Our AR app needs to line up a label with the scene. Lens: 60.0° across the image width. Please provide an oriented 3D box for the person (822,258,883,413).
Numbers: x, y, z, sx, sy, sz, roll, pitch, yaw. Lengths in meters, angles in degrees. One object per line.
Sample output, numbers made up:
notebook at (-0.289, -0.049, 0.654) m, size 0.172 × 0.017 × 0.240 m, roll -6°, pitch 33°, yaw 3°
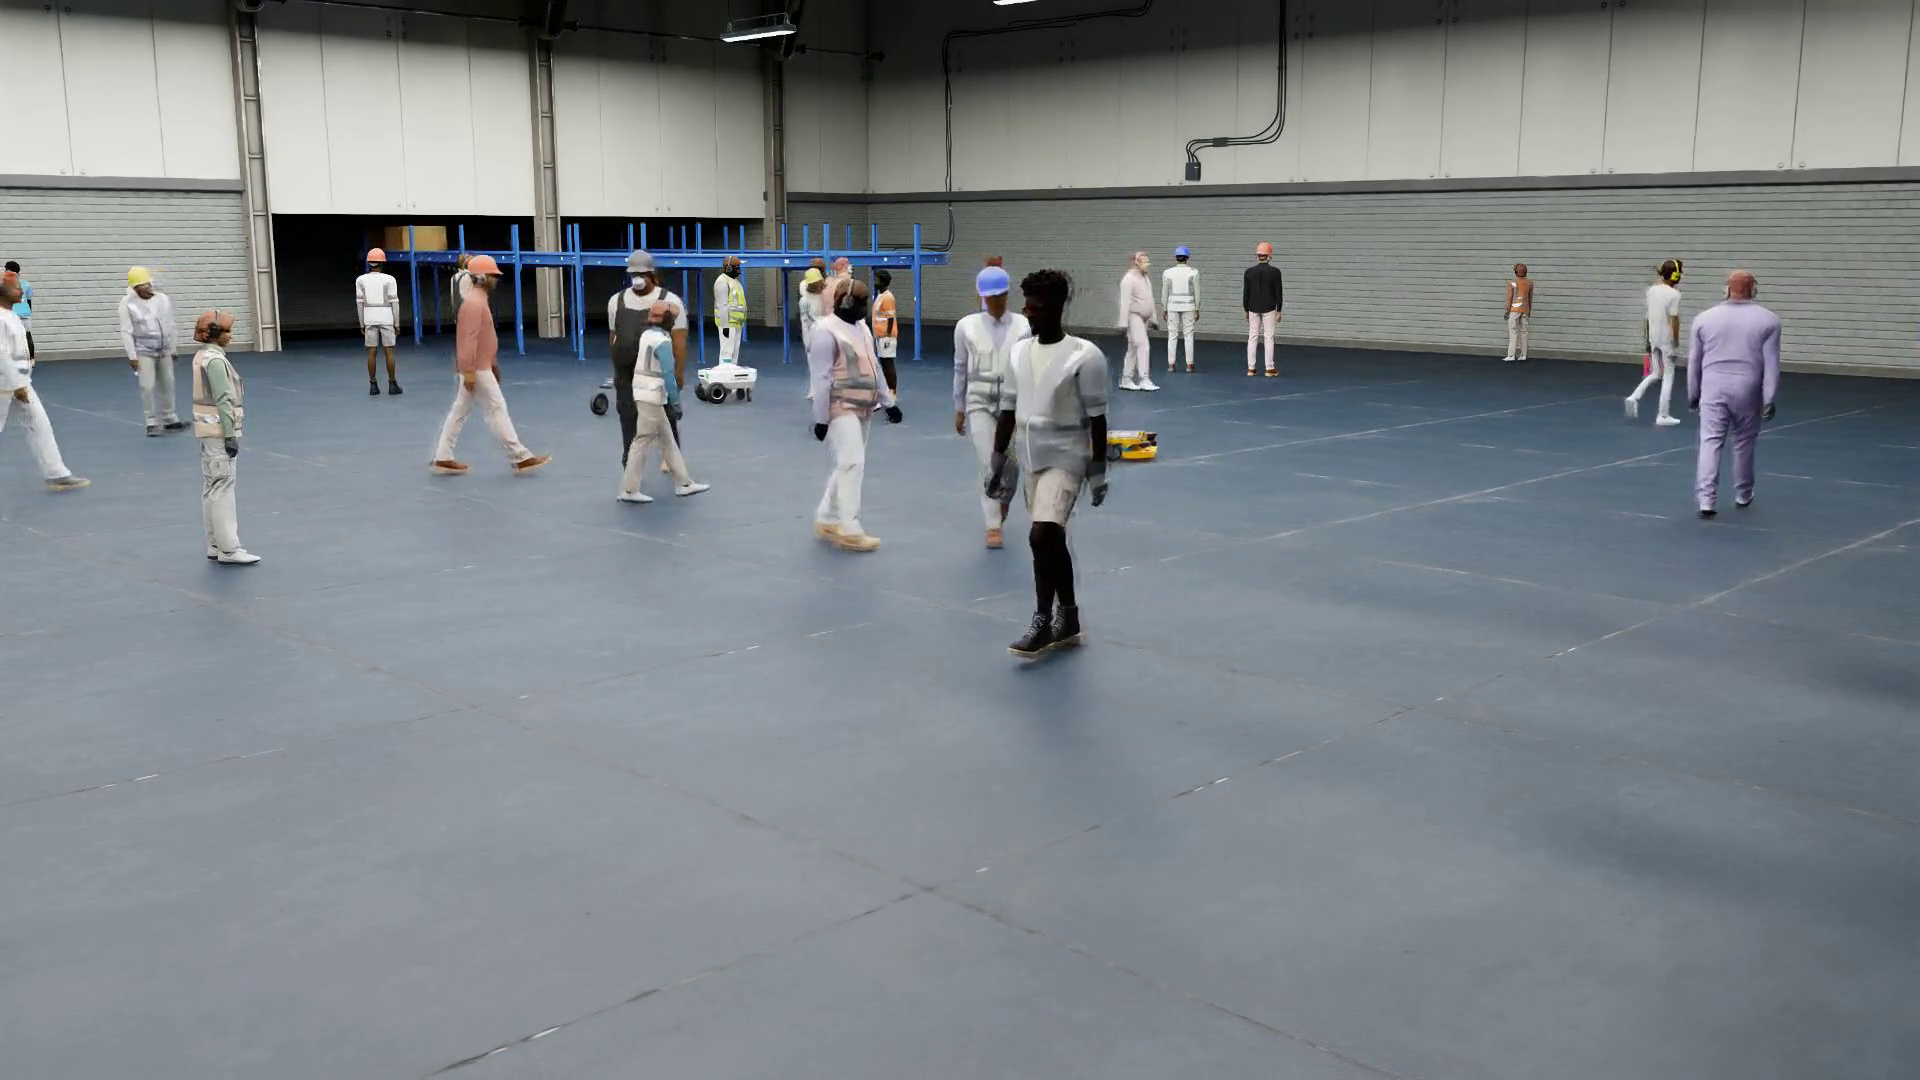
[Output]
person at (-1.282, -2.354, 19.400) m, size 0.983 × 1.840 × 0.681 m, roll -4°, pitch 11°, yaw -19°

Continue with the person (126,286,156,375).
person at (-12.391, -3.316, 25.225) m, size 0.268 × 1.631 × 0.507 m, roll 5°, pitch 11°, yaw 23°

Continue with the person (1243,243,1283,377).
person at (4.573, -3.476, 25.102) m, size 0.611 × 1.997 × 0.375 m, roll 6°, pitch 12°, yaw 29°

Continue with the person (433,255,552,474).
person at (-4.236, -1.552, 14.785) m, size 1.040 × 1.933 × 0.639 m, roll -3°, pitch 11°, yaw -17°

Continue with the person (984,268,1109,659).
person at (0.374, -0.379, 8.348) m, size 0.762 × 1.935 × 0.617 m, roll -9°, pitch 14°, yaw -42°

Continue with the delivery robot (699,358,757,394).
delivery robot at (-2.975, -2.089, 21.337) m, size 0.707 × 0.478 × 0.477 m, roll -5°, pitch 12°, yaw -26°

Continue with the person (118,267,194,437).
person at (-8.544, -2.007, 17.683) m, size 0.442 × 1.787 × 0.727 m, roll 6°, pitch 12°, yaw 30°

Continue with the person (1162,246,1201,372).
person at (3.449, -3.594, 25.905) m, size 0.602 × 1.939 × 0.397 m, roll 3°, pitch 11°, yaw 14°

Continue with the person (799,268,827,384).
person at (-1.699, -2.430, 20.169) m, size 0.511 × 1.740 × 0.428 m, roll -7°, pitch 13°, yaw -35°

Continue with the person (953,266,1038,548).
person at (0.255, -0.948, 11.579) m, size 0.616 × 1.913 × 0.838 m, roll -1°, pitch 10°, yaw -5°

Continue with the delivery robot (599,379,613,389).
delivery robot at (-3.997, -1.942, 19.825) m, size 0.335 × 0.223 × 0.698 m, roll 6°, pitch 12°, yaw 31°

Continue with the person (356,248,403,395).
person at (-7.757, -2.921, 22.237) m, size 0.550 × 1.937 × 0.357 m, roll -1°, pitch 10°, yaw -3°

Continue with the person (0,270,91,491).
person at (-7.830, -1.291, 13.662) m, size 0.998 × 1.838 × 0.579 m, roll -2°, pitch 11°, yaw -8°

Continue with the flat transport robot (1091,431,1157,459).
flat transport robot at (1.180, -0.936, 16.079) m, size 1.431 × 0.197 × 0.652 m, roll 2°, pitch 10°, yaw 8°

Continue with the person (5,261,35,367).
person at (-15.096, -3.604, 26.618) m, size 0.318 × 1.696 × 0.536 m, roll 5°, pitch 12°, yaw 27°

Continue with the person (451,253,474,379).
person at (-7.298, -3.302, 24.571) m, size 0.511 × 1.842 × 0.327 m, roll 8°, pitch 13°, yaw 36°

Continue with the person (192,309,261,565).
person at (-4.785, -0.666, 10.756) m, size 0.309 × 1.640 × 0.513 m, roll -8°, pitch 13°, yaw -35°

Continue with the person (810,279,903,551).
person at (-0.774, -0.871, 11.399) m, size 0.624 × 1.813 × 0.640 m, roll 4°, pitch 11°, yaw 21°

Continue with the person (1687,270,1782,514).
person at (5.915, -1.133, 12.748) m, size 0.658 × 1.843 × 1.016 m, roll 6°, pitch 12°, yaw 31°

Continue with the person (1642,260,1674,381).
person at (10.188, -3.180, 24.148) m, size 0.518 × 1.757 × 0.338 m, roll -8°, pitch 13°, yaw -37°

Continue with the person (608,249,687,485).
person at (-2.713, -1.531, 14.490) m, size 0.687 × 2.000 × 0.987 m, roll 1°, pitch 10°, yaw 4°

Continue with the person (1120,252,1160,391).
person at (2.527, -2.962, 22.636) m, size 0.791 × 1.881 × 0.649 m, roll 6°, pitch 12°, yaw 28°

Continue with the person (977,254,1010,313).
person at (0.531, -3.783, 27.279) m, size 0.574 × 1.819 × 0.869 m, roll 4°, pitch 11°, yaw 23°

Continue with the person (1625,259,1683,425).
person at (7.818, -2.210, 18.606) m, size 0.584 × 1.851 × 0.535 m, roll -4°, pitch 11°, yaw -19°

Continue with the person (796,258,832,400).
person at (-1.828, -2.694, 21.316) m, size 0.647 × 1.821 × 0.545 m, roll 4°, pitch 11°, yaw 21°

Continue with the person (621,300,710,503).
person at (-2.349, -1.095, 13.170) m, size 0.801 × 1.592 × 0.524 m, roll -4°, pitch 11°, yaw -23°

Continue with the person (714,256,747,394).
person at (-3.078, -2.899, 22.420) m, size 0.430 × 1.835 × 0.619 m, roll 2°, pitch 11°, yaw 13°

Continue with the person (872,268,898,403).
person at (-0.955, -2.568, 20.967) m, size 0.317 × 1.696 × 0.540 m, roll -3°, pitch 11°, yaw -16°

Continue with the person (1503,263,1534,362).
person at (9.392, -3.824, 27.972) m, size 0.517 × 1.641 × 0.308 m, roll -4°, pitch 11°, yaw -19°
